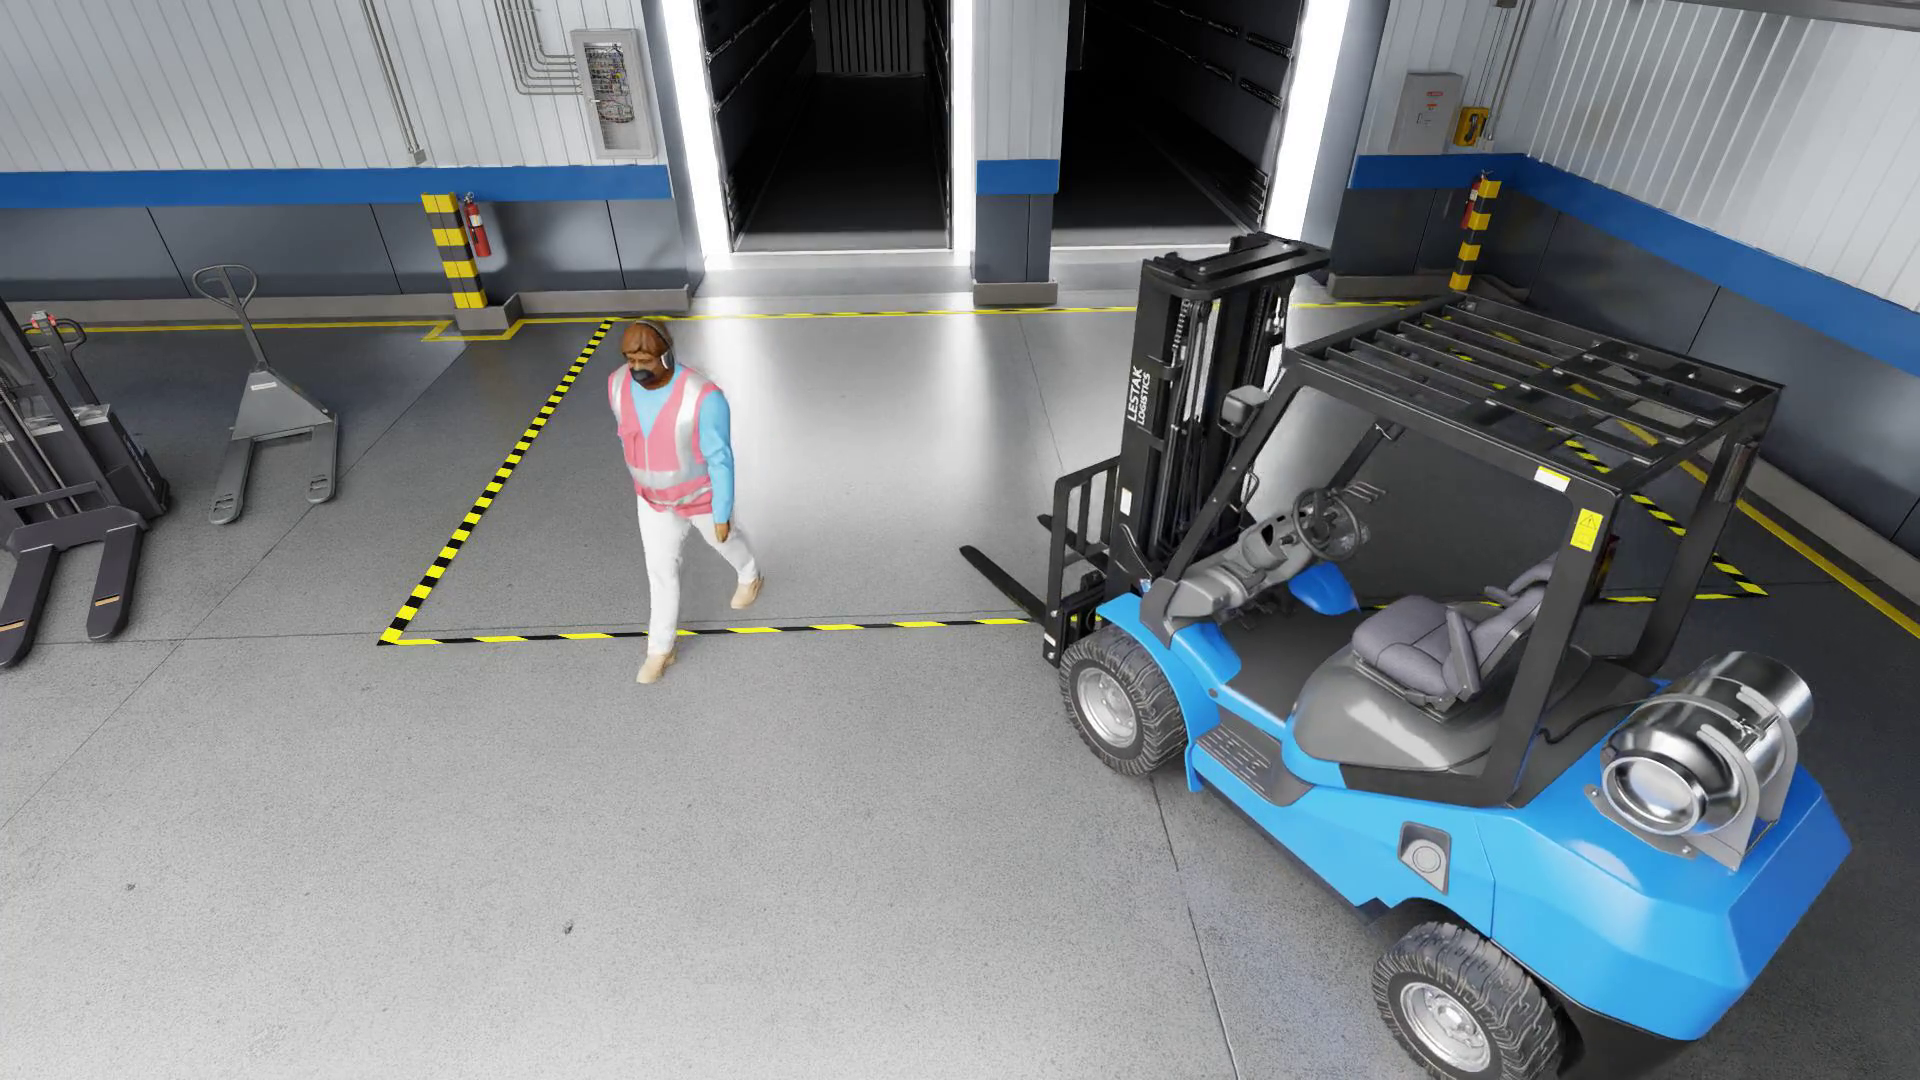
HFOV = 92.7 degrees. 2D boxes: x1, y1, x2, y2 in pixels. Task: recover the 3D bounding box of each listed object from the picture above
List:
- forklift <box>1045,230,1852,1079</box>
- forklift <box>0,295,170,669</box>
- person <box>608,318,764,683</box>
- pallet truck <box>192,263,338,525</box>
[{"bbox_3d":[1.627,0.226,3.354,1.157,2.036,2.680,-22,40,-28],"label":"forklift"},{"bbox_3d":[-5.212,-0.618,4.878,0.823,1.965,1.885,-20,39,-26],"label":"forklift"},{"bbox_3d":[-1.373,-0.220,4.494,0.658,1.781,1.005,10,36,14],"label":"person"},{"bbox_3d":[-4.778,-1.027,6.128,0.680,1.201,1.601,-17,38,-23],"label":"pallet truck"}]
